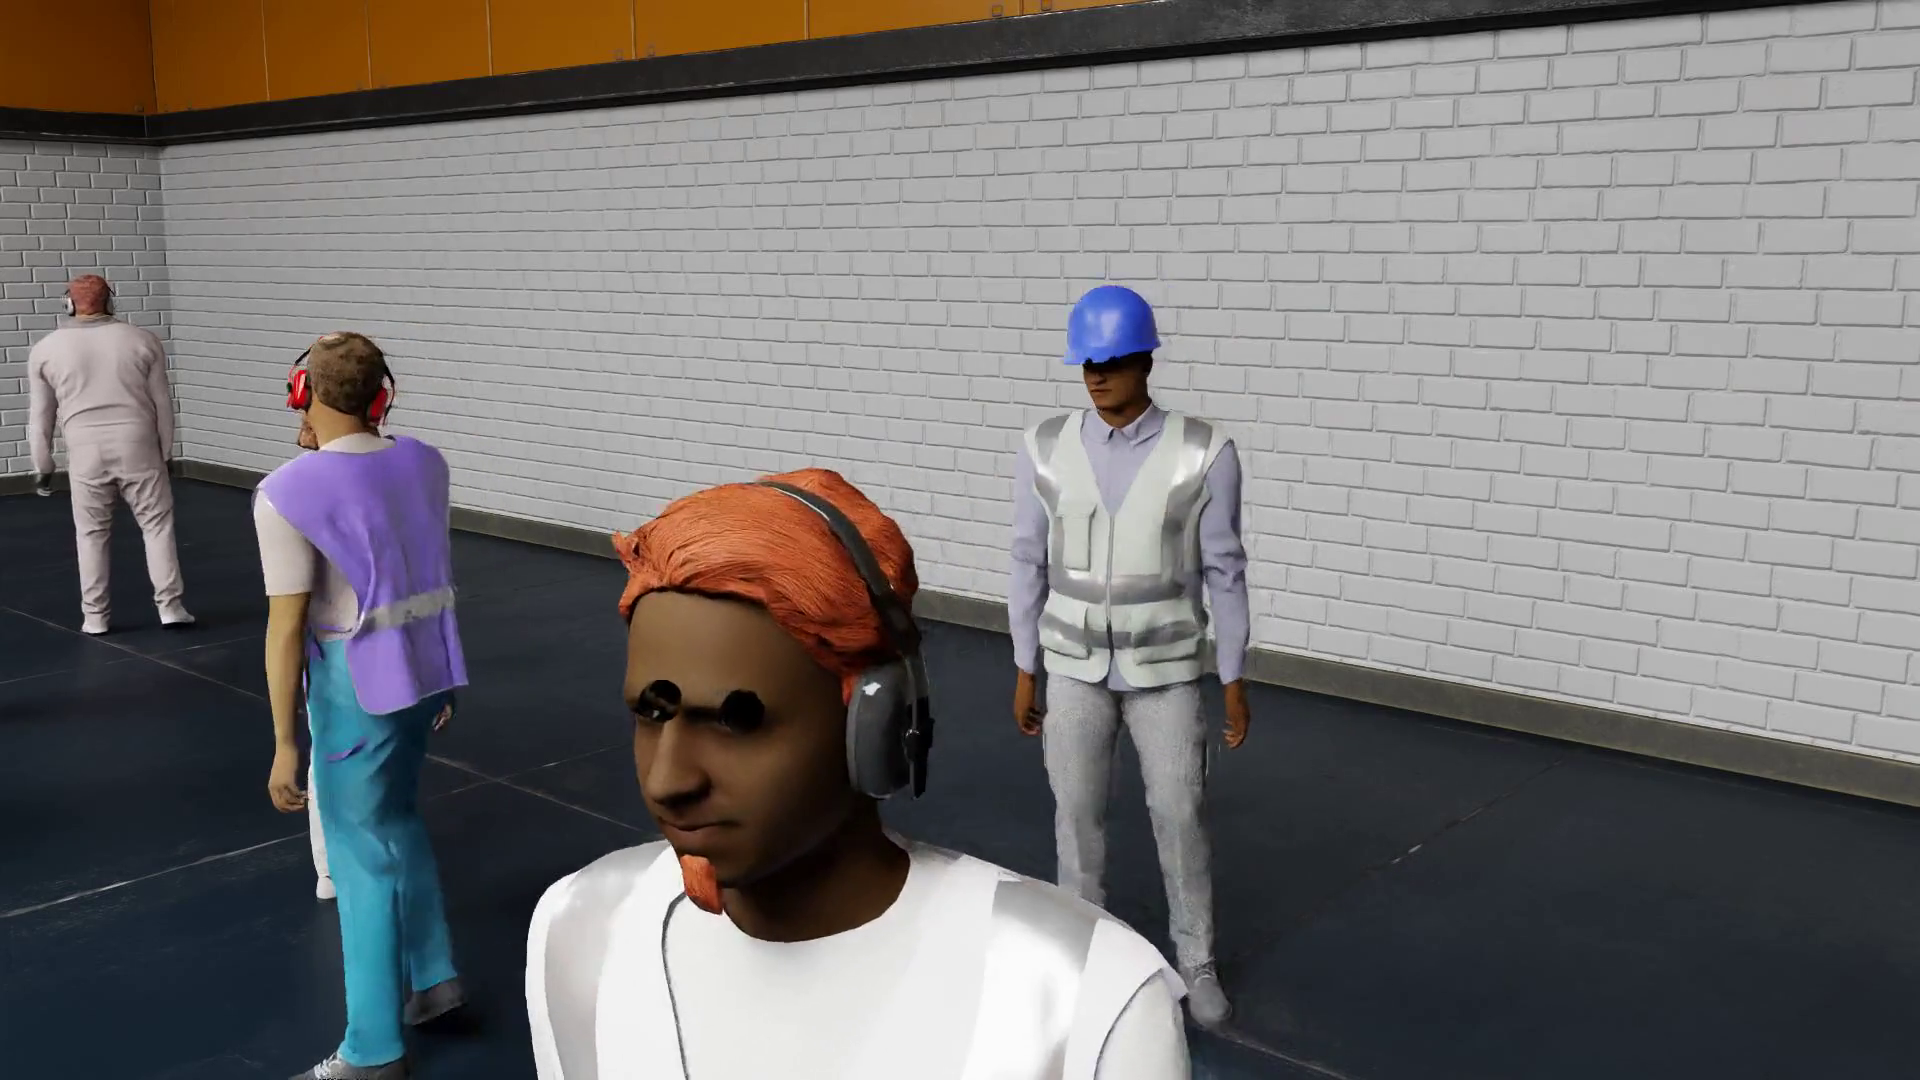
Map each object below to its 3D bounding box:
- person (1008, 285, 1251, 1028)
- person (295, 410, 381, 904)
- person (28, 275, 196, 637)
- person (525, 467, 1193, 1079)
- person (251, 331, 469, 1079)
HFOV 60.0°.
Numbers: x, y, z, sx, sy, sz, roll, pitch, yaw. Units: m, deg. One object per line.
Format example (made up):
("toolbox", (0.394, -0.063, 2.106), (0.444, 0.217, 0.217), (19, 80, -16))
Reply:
("person", (0.466, 0.321, 4.333), (0.699, 1.934, 0.447), (3, 10, 18))
("person", (-1.840, 0.335, 5.016), (0.310, 1.640, 0.514), (-8, 13, -38))
("person", (-4.414, -0.424, 8.646), (0.746, 1.885, 0.506), (-4, 11, -21))
("person", (-0.080, 0.864, 1.356), (0.598, 1.867, 0.542), (5, 11, 25))
("person", (-1.419, 0.406, 4.081), (0.414, 1.821, 0.686), (4, 11, 22))
